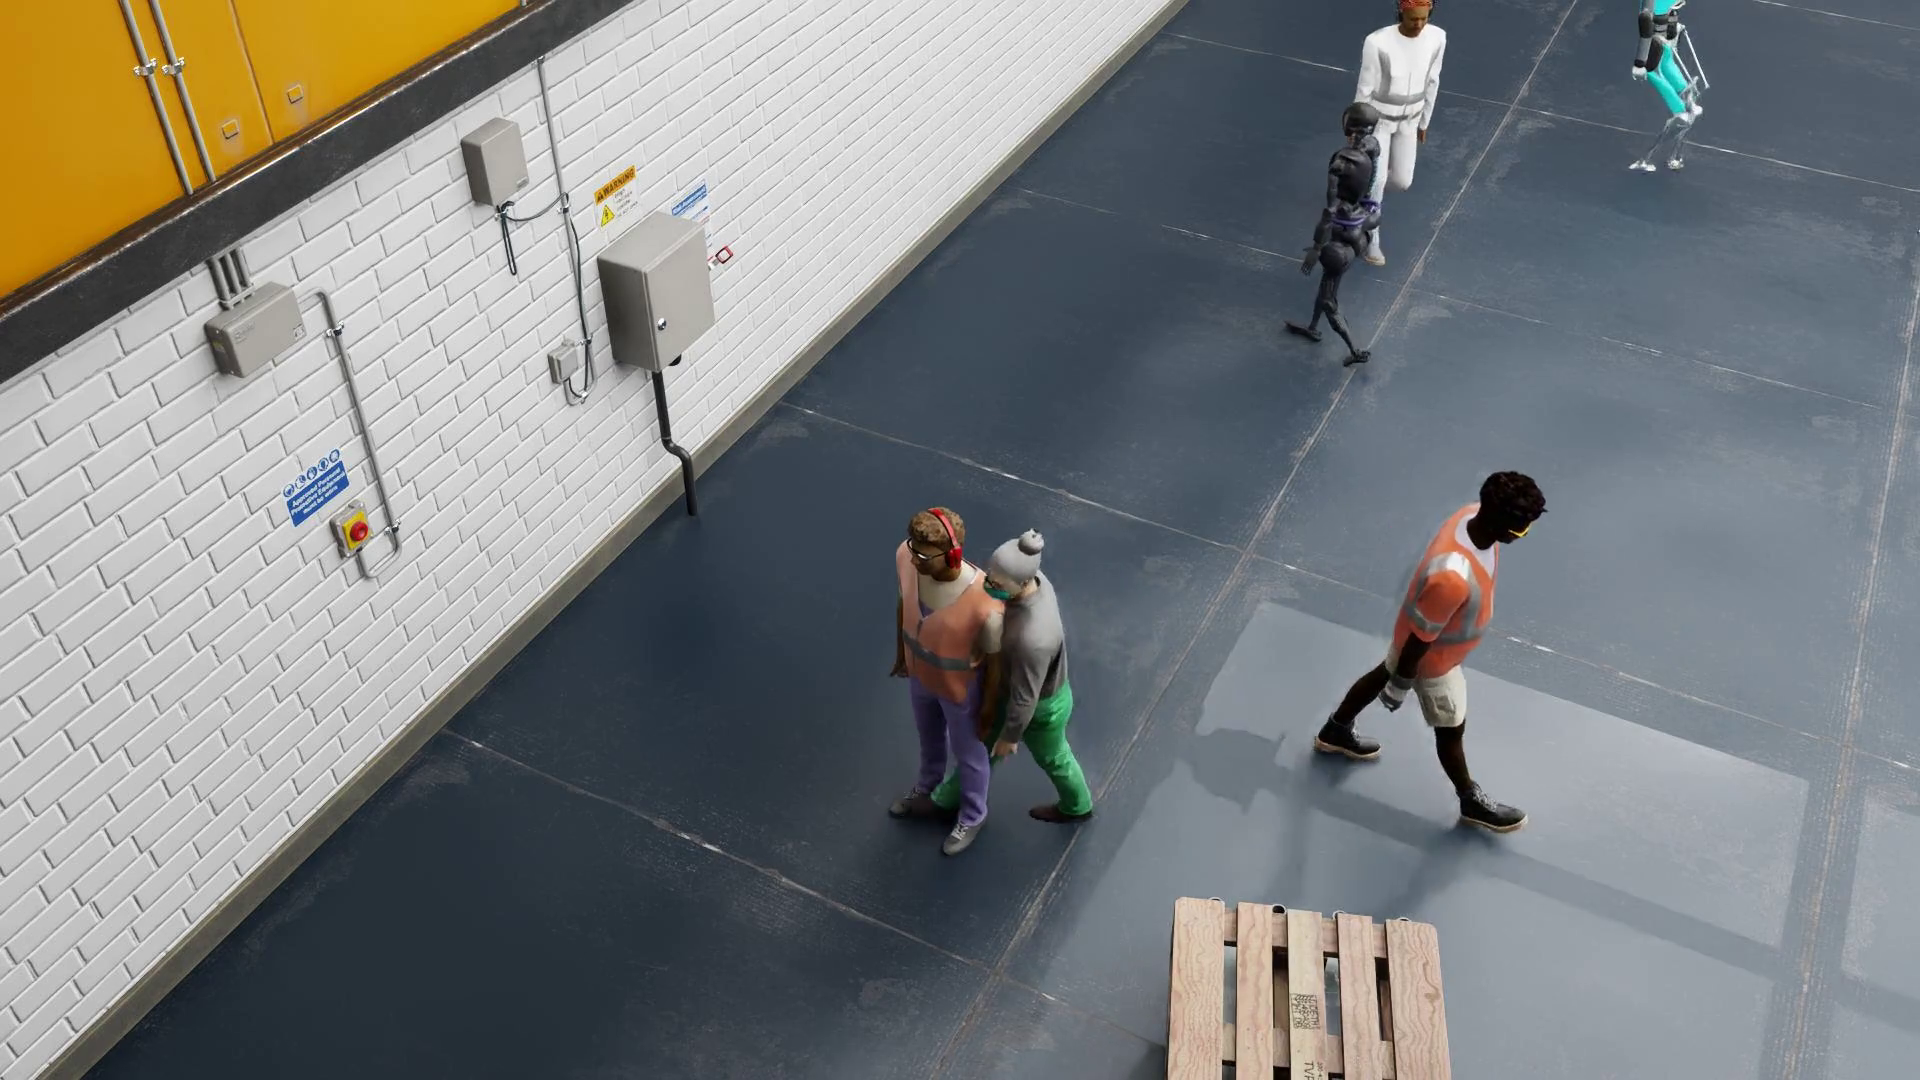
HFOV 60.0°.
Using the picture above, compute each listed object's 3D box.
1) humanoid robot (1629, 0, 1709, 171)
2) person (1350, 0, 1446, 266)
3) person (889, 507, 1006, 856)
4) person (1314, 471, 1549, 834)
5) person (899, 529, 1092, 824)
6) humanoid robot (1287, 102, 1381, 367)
[{"bbox_3d":[5.047,-3.358,11.620,0.845,1.784,0.563,30,49,30],"label":"humanoid robot"},{"bbox_3d":[2.780,-2.732,10.789,0.581,1.864,0.590,-9,42,-10],"label":"person"},{"bbox_3d":[-0.045,0.573,6.967,0.568,1.842,0.373,33,51,32],"label":"person"},{"bbox_3d":[2.086,0.428,7.094,1.031,1.900,0.692,17,43,18],"label":"person"},{"bbox_3d":[0.184,0.624,6.933,0.929,1.802,0.554,-7,41,-8],"label":"person"},{"bbox_3d":[2.308,-1.817,9.887,0.622,1.655,0.589,29,48,29],"label":"humanoid robot"}]
